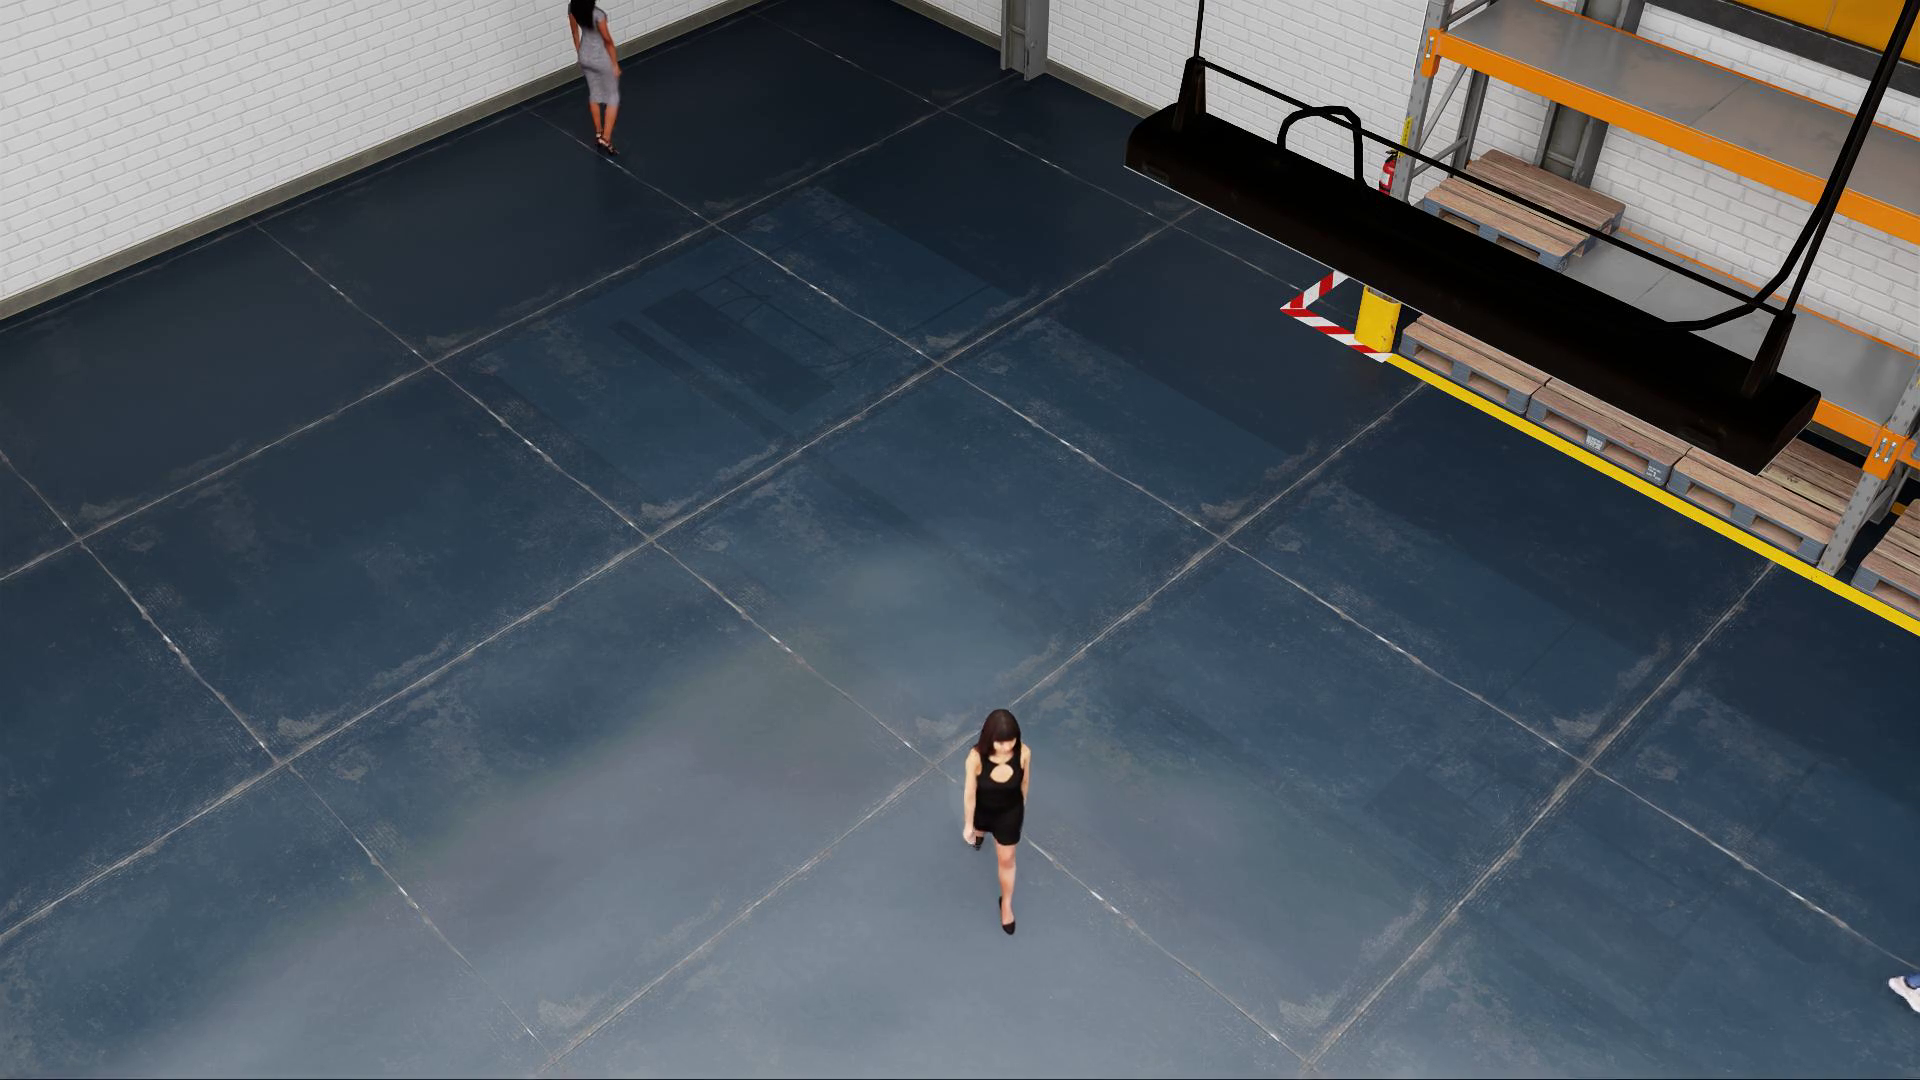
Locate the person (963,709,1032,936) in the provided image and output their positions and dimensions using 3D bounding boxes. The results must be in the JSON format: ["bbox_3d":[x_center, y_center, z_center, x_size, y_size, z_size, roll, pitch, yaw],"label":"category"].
[{"bbox_3d":[0.171,1.492,9.590,0.957,1.614,1.098,-5,44,-5],"label":"person"}]

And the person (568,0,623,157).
[{"bbox_3d":[-3.443,-4.510,15.771,0.647,1.779,0.742,16,46,16],"label":"person"}]
